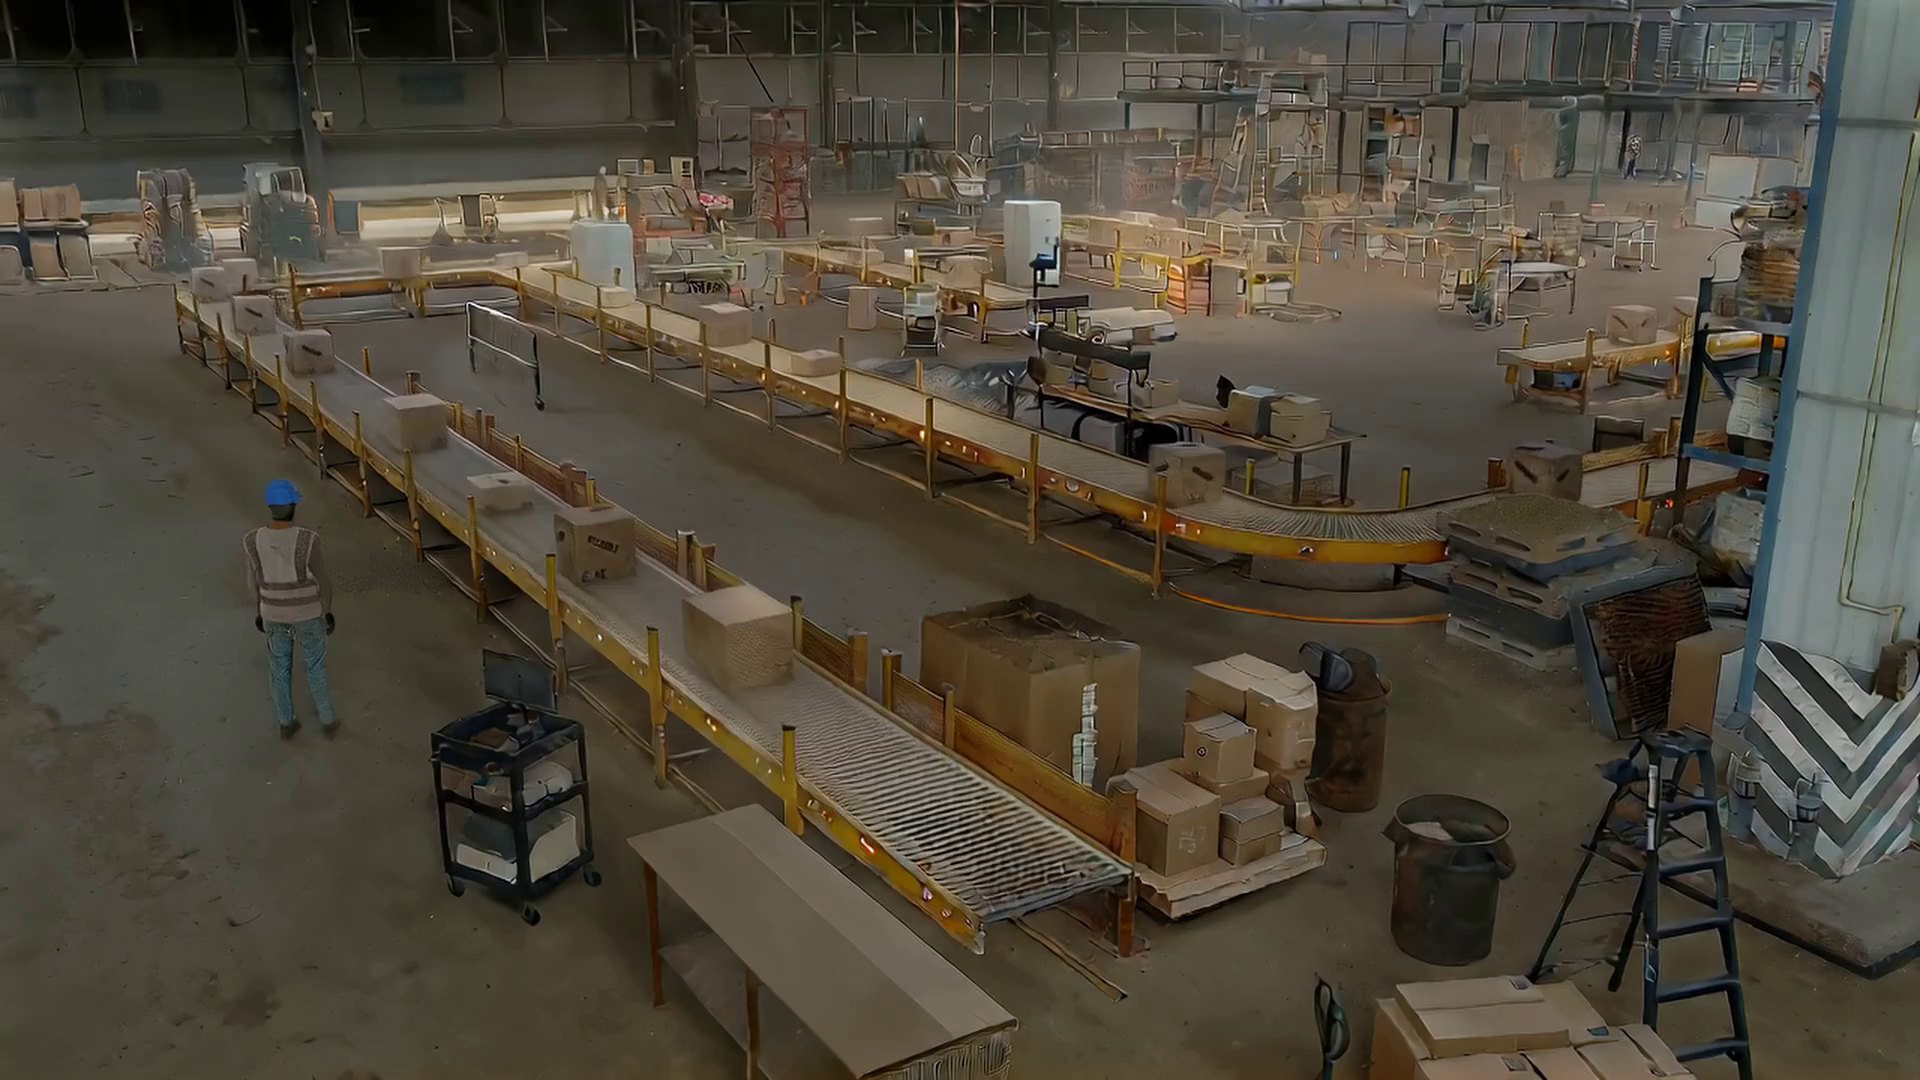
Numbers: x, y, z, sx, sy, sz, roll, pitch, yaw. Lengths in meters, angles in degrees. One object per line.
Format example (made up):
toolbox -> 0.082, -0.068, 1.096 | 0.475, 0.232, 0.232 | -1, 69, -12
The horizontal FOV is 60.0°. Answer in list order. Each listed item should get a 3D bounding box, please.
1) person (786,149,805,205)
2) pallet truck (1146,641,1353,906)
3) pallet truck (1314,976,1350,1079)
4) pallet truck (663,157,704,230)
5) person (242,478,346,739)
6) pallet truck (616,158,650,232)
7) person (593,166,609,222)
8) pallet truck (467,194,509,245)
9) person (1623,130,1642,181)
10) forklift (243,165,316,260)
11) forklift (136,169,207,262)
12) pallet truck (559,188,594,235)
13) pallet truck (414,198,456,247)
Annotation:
person -> -4.655, -10.140, 47.457 | 0.609, 2.011, 0.957 | 2, 17, 7
pallet truck -> 1.664, 1.407, 10.232 | 1.630, 1.274, 0.653 | -10, 20, -31
pallet truck -> 2.299, 2.390, 7.086 | 1.601, 1.201, 0.680 | -2, 17, -7
pallet truck -> -7.586, -9.308, 44.692 | 0.823, 1.965, 1.885 | -11, 20, -33
person -> -4.855, 0.508, 12.119 | 0.615, 1.942, 0.407 | 0, 17, 0
pallet truck -> -8.918, -9.176, 44.255 | 0.823, 1.965, 1.885 | -9, 19, -27
person -> -9.269, -8.624, 42.620 | 0.617, 1.880, 0.676 | -2, 17, -8
pallet truck -> -11.983, -8.177, 42.137 | 0.704, 1.261, 1.522 | -11, 20, -33
person -> 24.562, -14.021, 60.651 | 0.950, 1.830, 0.617 | -13, 21, -36
forklift -> -15.898, -7.669, 38.708 | 1.157, 1.987, 2.680 | -11, 20, -33
forklift -> -17.842, -7.318, 37.559 | 1.157, 1.987, 2.680 | -10, 20, -31
pallet truck -> -10.010, -8.652, 43.699 | 0.653, 1.274, 1.630 | -10, 20, -31
pallet truck -> -13.250, -8.060, 41.856 | 0.680, 1.201, 1.601 | -10, 20, -31
